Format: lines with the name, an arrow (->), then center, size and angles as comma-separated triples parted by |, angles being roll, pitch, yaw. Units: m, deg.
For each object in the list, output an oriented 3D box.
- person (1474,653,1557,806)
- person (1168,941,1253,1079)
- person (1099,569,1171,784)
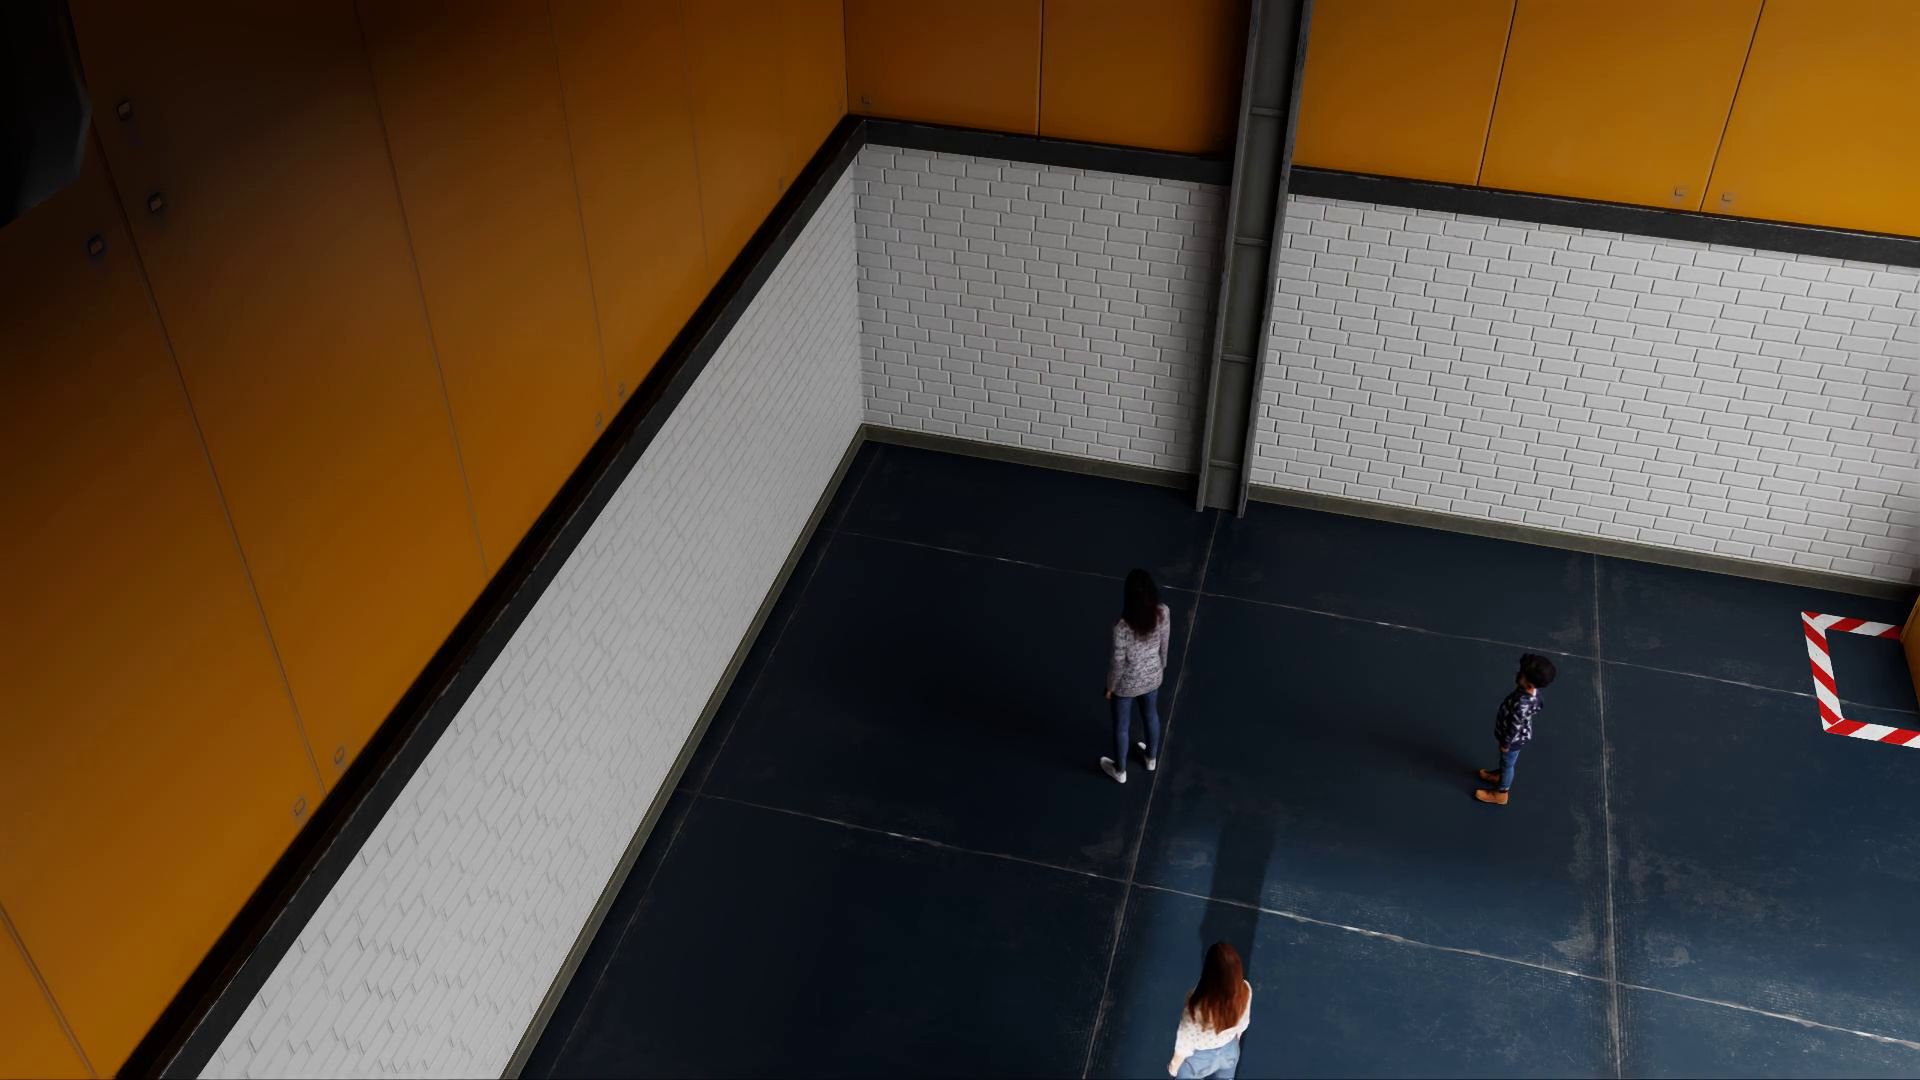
person -> 3.665, 1.237, 10.984 | 0.531, 1.251, 0.513 | 14, 41, 17
person -> 1.317, 2.704, 8.765 | 0.620, 1.728, 0.713 | -13, 40, -16
person -> 1.161, 0.899, 11.022 | 0.679, 1.732, 0.750 | -18, 42, -21
